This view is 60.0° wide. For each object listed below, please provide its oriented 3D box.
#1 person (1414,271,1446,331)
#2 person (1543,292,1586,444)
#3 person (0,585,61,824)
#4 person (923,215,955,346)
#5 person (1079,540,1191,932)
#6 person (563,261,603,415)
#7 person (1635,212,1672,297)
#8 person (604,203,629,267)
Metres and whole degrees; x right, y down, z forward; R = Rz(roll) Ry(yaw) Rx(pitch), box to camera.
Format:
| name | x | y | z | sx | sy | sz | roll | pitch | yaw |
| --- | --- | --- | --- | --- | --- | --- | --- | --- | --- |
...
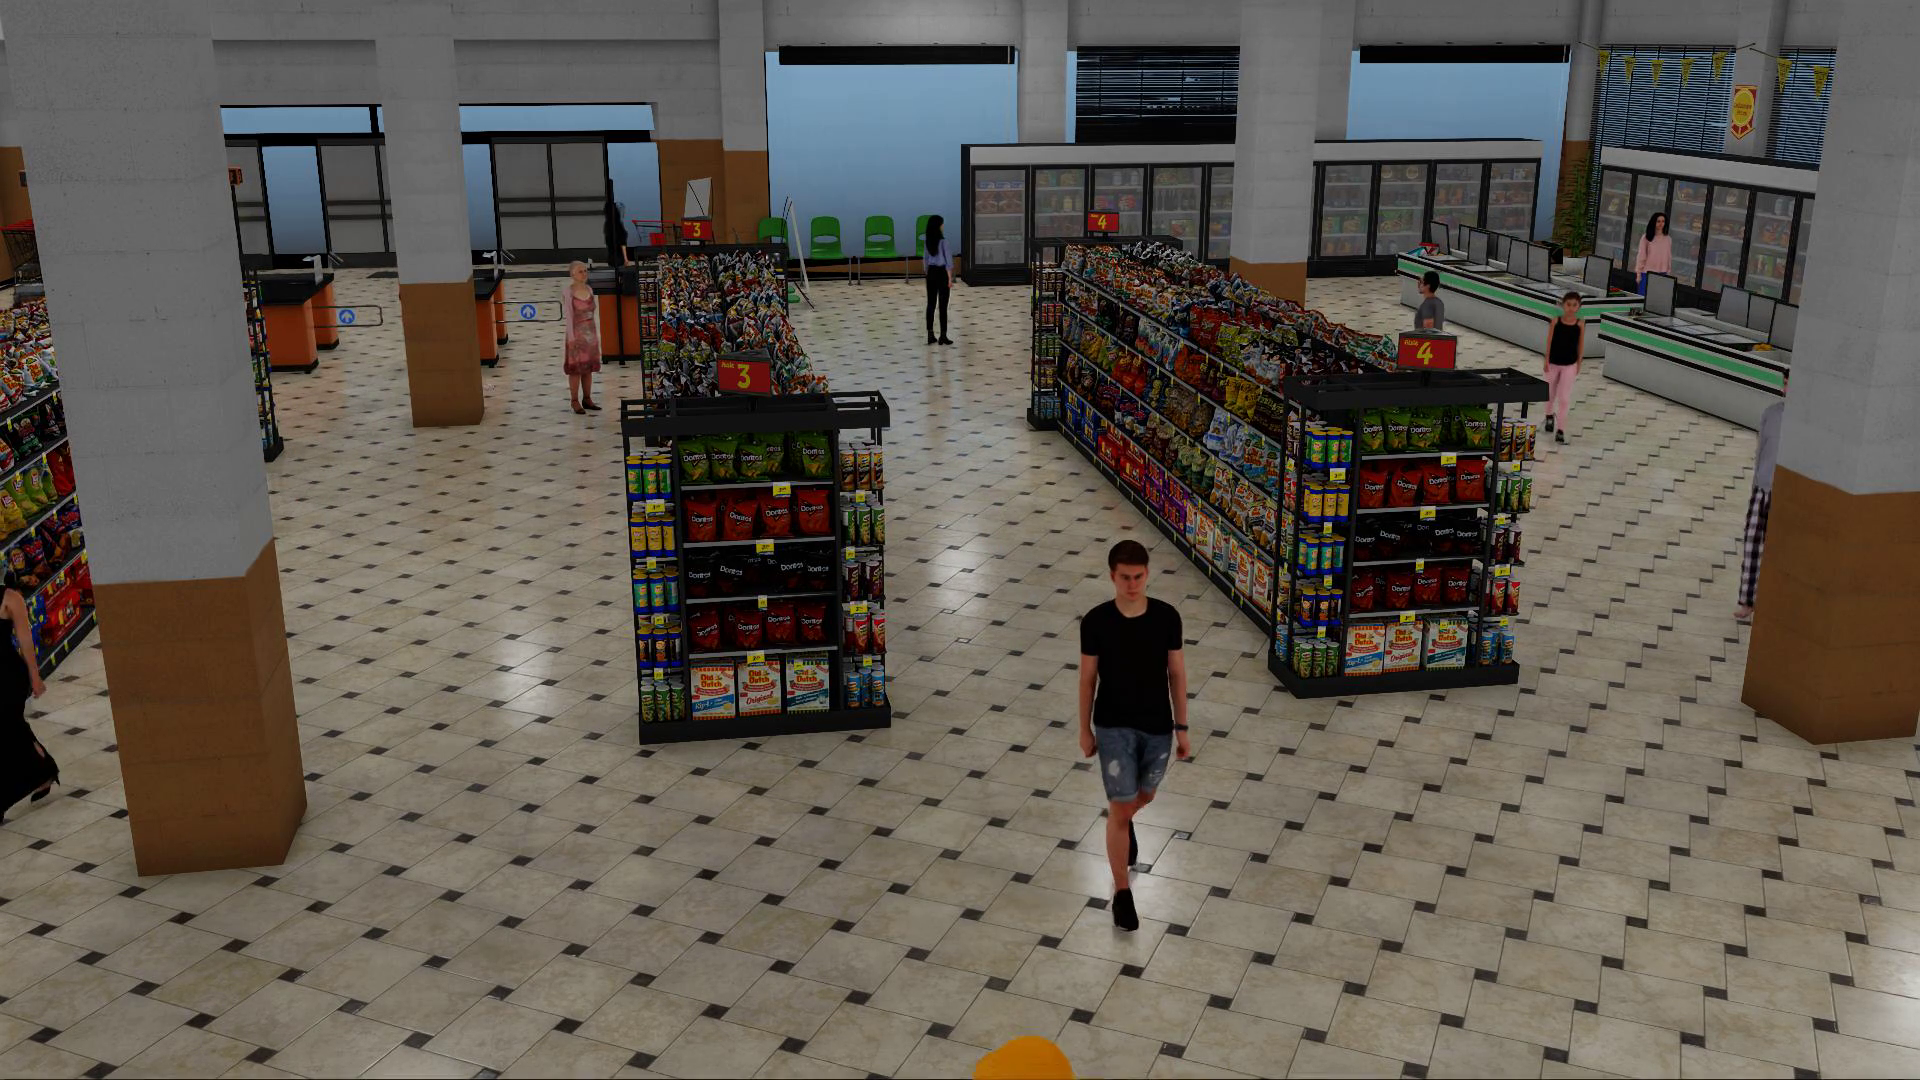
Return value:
| name | x | y | z | sx | sy | sz | roll | pitch | yaw |
| --- | --- | --- | --- | --- | --- | --- | --- | --- | --- |
| person | 4.934 | -1.908 | 17.304 | 1.010 | 1.730 | 0.968 | 11 | 20 | 31 |
| person | 6.245 | -1.802 | 17.280 | 0.851 | 1.542 | 1.019 | 7 | 18 | 22 |
| person | -5.065 | 0.749 | 8.860 | 0.804 | 1.552 | 1.105 | 2 | 17 | 7 |
| person | -0.306 | -3.543 | 22.666 | 0.700 | 1.745 | 0.777 | 13 | 21 | 37 |
| person | 0.824 | 0.869 | 8.010 | 0.680 | 1.818 | 1.163 | -3 | 17 | -8 |
| person | -4.241 | -2.274 | 18.579 | 0.757 | 1.690 | 0.697 | 11 | 20 | 33 |
| person | 9.506 | -3.617 | 22.865 | 0.671 | 1.769 | 0.582 | -1 | 17 | -2 |
| person | -5.244 | -4.320 | 25.439 | 0.841 | 1.619 | 0.754 | -12 | 20 | -33 |
